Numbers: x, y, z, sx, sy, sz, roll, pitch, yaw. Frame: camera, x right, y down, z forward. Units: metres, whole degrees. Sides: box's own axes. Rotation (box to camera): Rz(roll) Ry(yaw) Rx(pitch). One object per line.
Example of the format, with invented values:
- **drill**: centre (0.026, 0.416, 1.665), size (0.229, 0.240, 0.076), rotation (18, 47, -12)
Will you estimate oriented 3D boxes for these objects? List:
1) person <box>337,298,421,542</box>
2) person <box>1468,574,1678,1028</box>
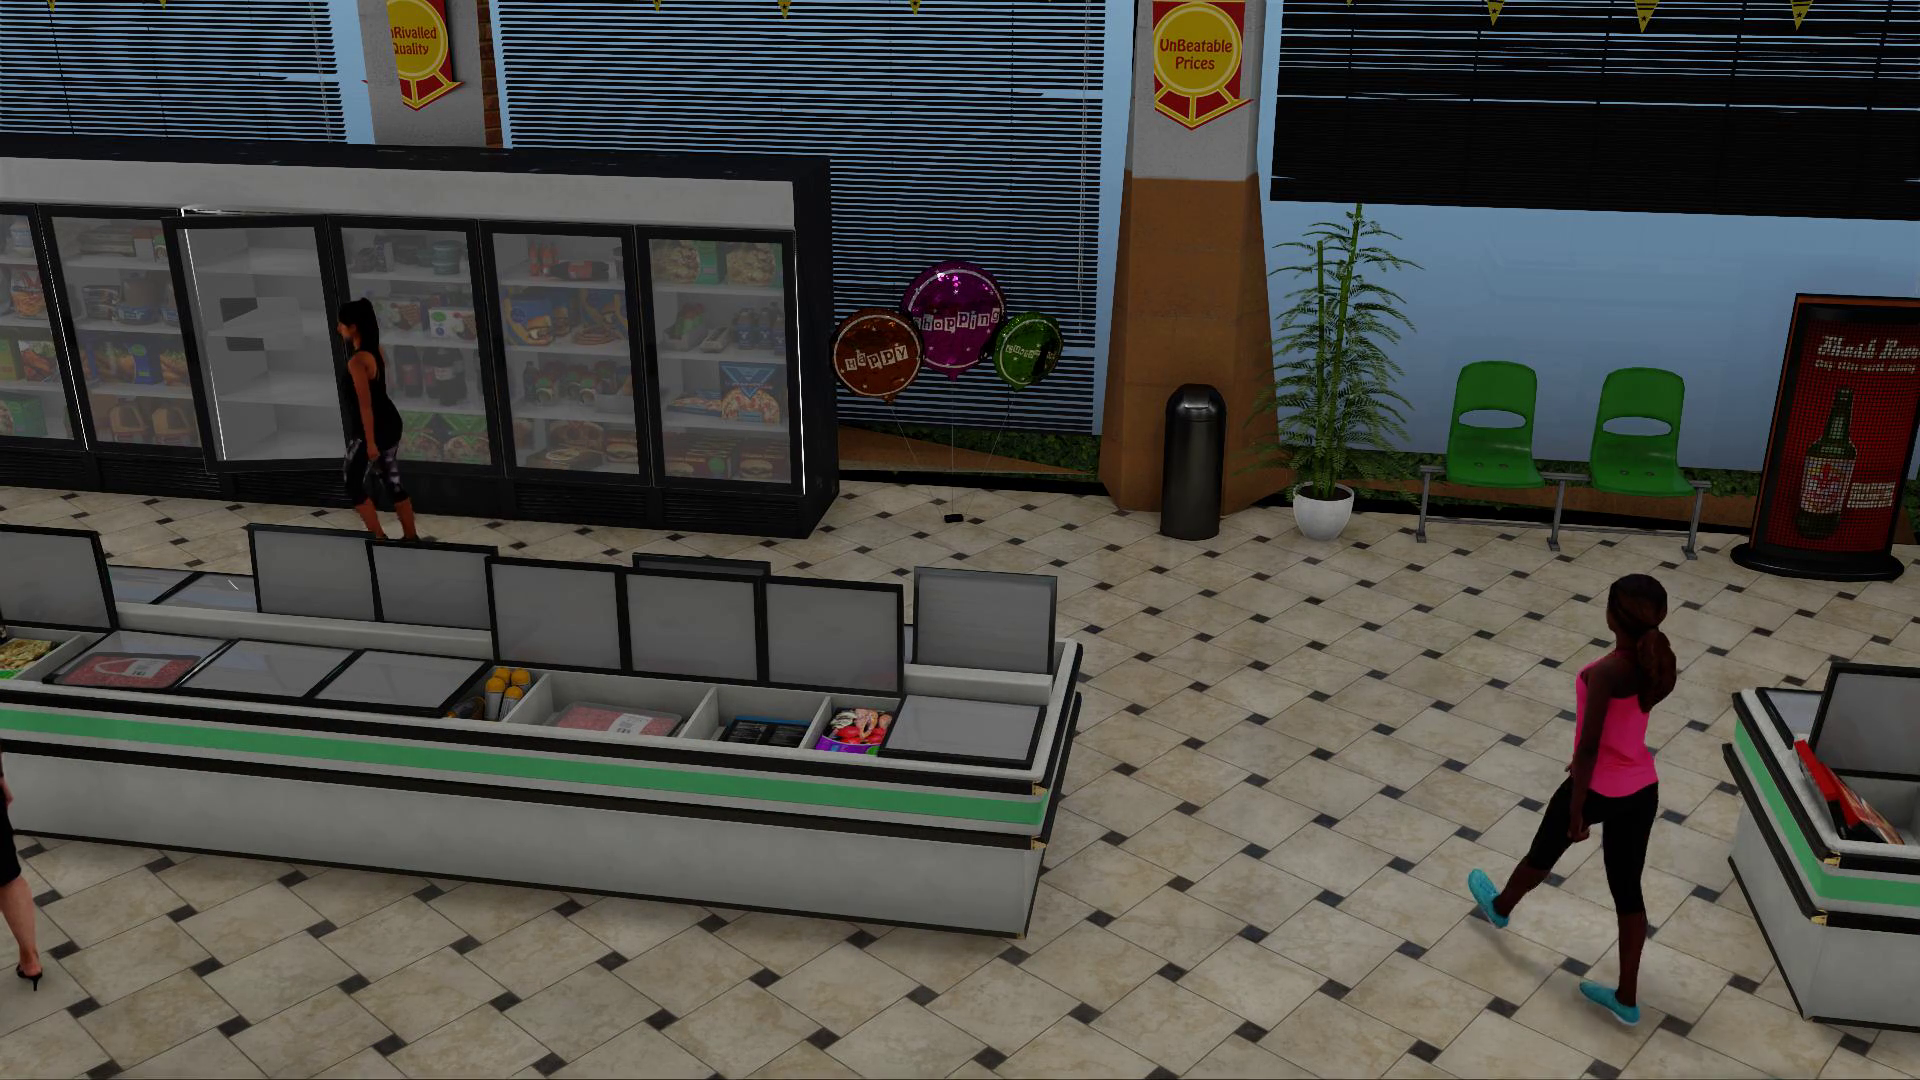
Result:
- **person**: centre (-3.488, -0.665, 10.175), size (0.698, 1.658, 0.660), rotation (-1, 22, -1)
- **person**: centre (2.435, 0.983, 6.048), size (1.083, 1.677, 1.005), rotation (-10, 24, -24)
